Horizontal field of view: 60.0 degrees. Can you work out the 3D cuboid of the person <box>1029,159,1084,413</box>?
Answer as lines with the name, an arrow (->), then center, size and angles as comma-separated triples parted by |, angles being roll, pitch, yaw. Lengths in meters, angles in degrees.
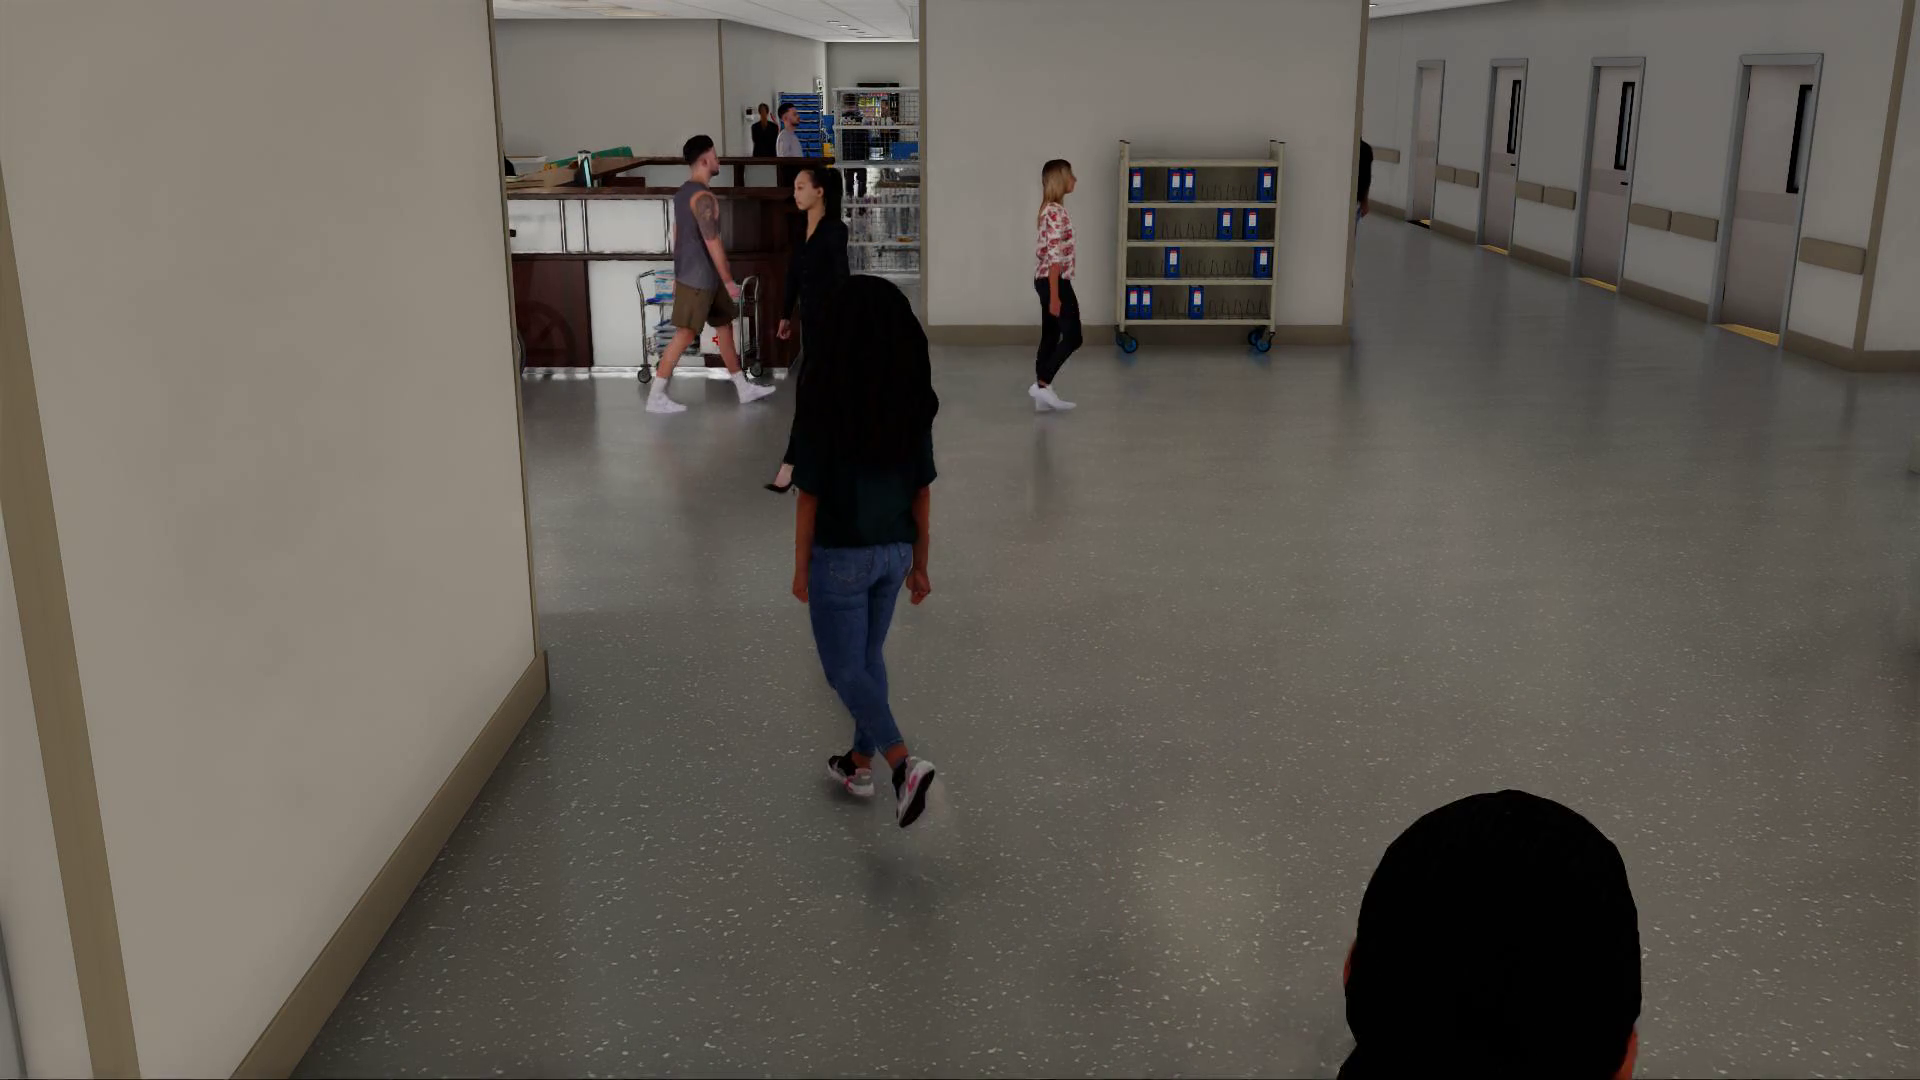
person -> 0.531, -1.617, 10.709 | 0.550, 1.624, 0.586 | 0, 16, -1

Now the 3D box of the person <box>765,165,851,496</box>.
person -> -0.655, -1.087, 8.711 | 0.983, 1.687, 0.867 | -11, 19, -33

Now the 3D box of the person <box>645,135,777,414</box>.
person -> -1.776, -1.680, 10.860 | 1.263, 1.800, 0.946 | -7, 17, -22

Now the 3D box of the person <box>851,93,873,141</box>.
person -> -2.055, -8.297, 34.195 | 1.094, 1.736, 0.814 | 2, 16, 7

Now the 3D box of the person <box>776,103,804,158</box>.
person -> -1.864, -3.888, 18.366 | 0.584, 1.841, 0.700 | 1, 16, 5

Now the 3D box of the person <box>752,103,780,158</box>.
person -> -3.079, -6.060, 26.398 | 0.942, 1.663, 0.785 | 3, 16, 9

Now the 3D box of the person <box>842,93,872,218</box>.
person -> -1.577, -5.711, 24.866 | 1.166, 1.822, 0.716 | 0, 16, 0

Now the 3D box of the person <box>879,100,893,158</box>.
person -> -1.954, -10.758, 43.447 | 0.694, 1.454, 0.666 | -8, 18, -27

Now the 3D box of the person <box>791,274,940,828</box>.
person -> -0.247, 0.068, 4.783 | 0.976, 1.597, 0.945 | -9, 18, -30
